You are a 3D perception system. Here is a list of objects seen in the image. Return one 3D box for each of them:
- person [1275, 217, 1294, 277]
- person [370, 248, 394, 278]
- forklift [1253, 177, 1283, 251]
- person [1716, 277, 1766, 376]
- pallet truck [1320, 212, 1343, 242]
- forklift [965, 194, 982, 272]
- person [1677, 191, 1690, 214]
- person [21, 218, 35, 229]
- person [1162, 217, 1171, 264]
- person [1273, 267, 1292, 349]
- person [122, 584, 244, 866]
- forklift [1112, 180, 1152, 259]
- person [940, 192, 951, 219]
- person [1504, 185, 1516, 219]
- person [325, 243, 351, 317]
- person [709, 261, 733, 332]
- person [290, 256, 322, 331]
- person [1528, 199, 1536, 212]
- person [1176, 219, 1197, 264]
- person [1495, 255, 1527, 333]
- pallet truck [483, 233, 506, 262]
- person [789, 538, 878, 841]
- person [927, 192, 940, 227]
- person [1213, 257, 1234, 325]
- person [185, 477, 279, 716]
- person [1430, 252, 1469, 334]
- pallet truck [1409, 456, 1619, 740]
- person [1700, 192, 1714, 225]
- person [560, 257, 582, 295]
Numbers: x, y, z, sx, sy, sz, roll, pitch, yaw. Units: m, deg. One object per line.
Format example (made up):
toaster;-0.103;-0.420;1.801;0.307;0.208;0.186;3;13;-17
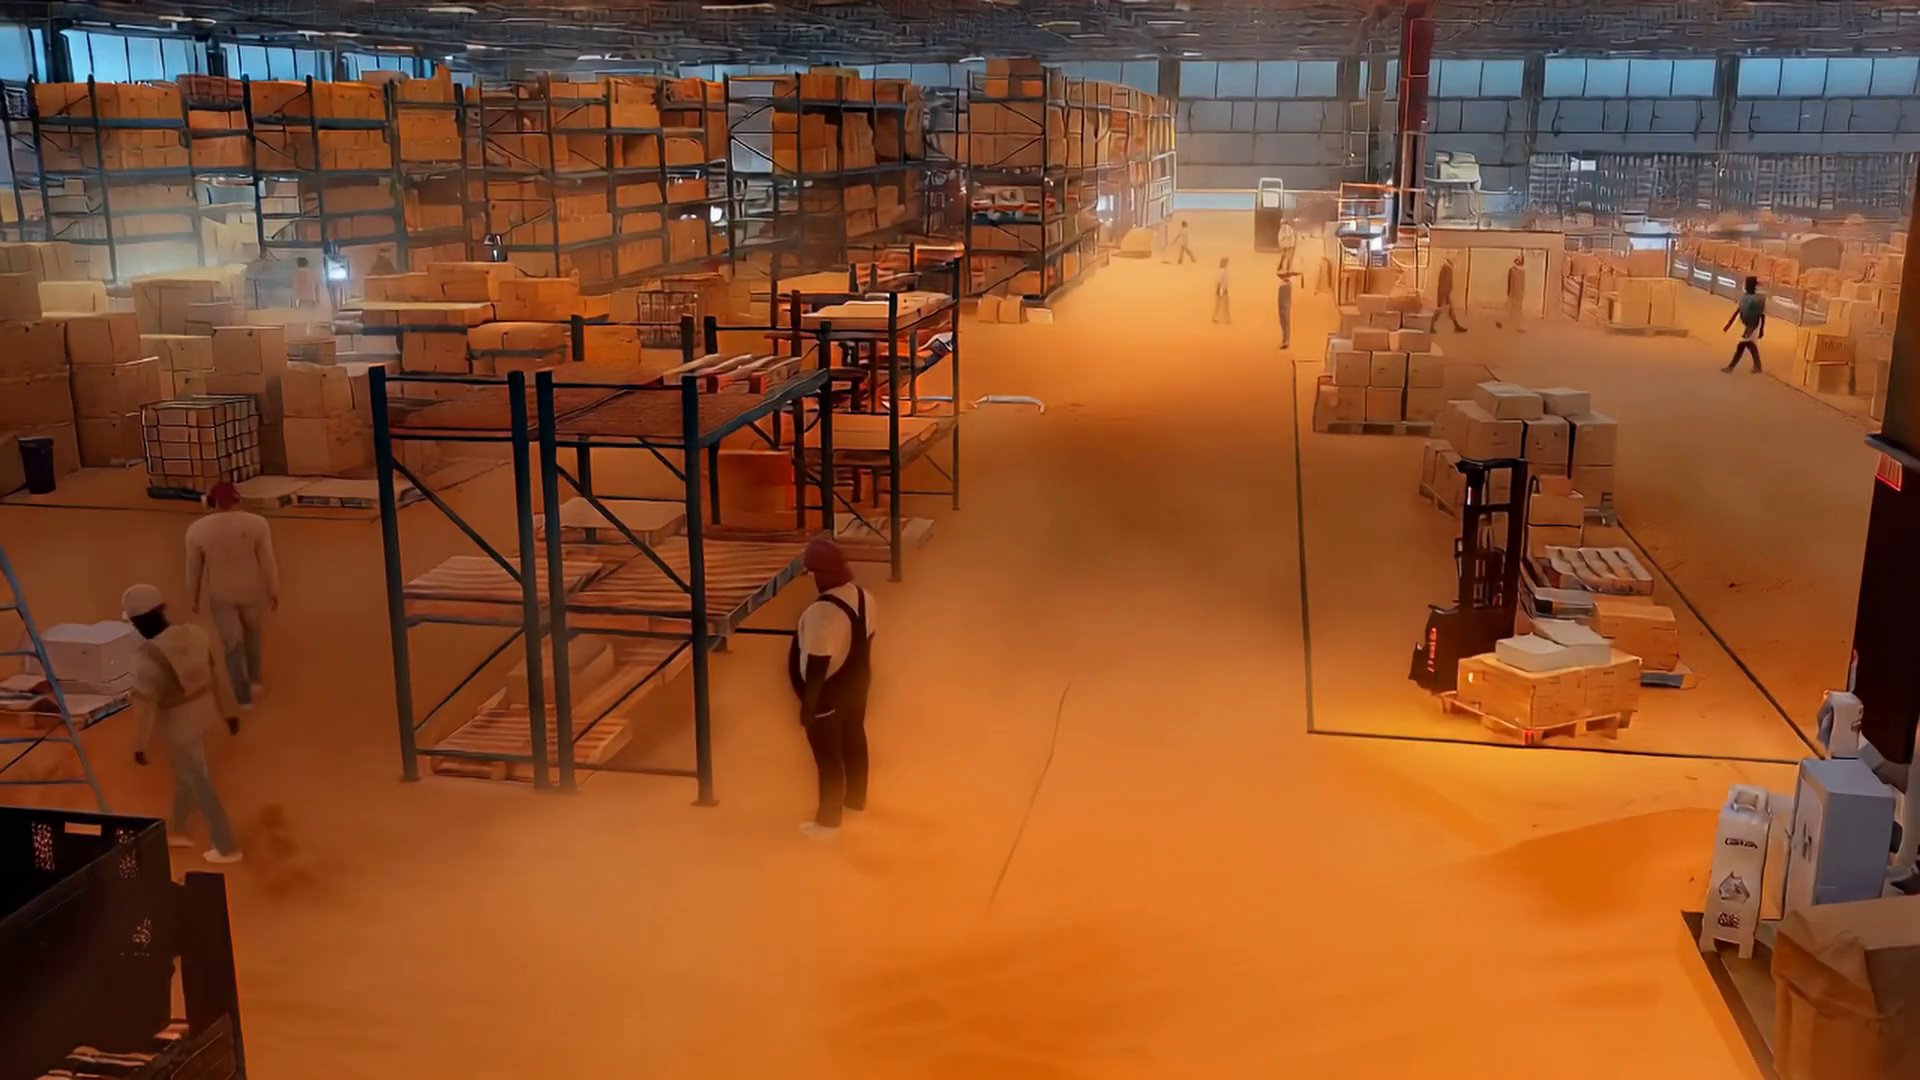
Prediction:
person;10.526;-9.430;53.557;0.370;1.887;0.670;-10;17;-36
person;-13.374;-5.802;38.687;0.625;1.957;0.843;-13;19;-42
forklift;12.083;-12.747;64.956;1.129;2.768;1.873;3;14;10
person;15.038;-4.084;31.801;1.038;1.907;0.618;-1;14;-6
pallet truck;15.874;-13.227;70.310;0.680;1.201;1.601;10;17;35
forklift;0.833;-10.373;55.317;1.129;2.768;1.873;3;14;10
person;36.028;-16.589;82.793;0.584;1.797;0.965;2;14;8
person;-33.888;-11.146;60.465;0.651;1.904;0.401;9;16;32
person;7.292;-10.579;58.718;0.274;1.633;0.507;0;14;0
person;6.976;-5.008;35.851;0.337;1.759;0.525;-1;14;-5
person;-4.975;1.170;10.527;0.844;1.867;0.670;3;14;14
forklift;6.082;-11.722;60.796;1.873;2.768;1.129;2;14;9
person;-0.782;-17.860;87.899;0.594;1.821;0.414;1;14;2
person;28.692;-17.578;86.730;0.600;1.829;0.404;12;18;41
person;-15.395;-6.407;41.219;0.587;1.911;0.397;-7;16;-27
person;-5.614;-5.629;38.562;0.836;1.653;0.541;0;14;-1
person;-14.562;-5.343;36.915;0.862;1.894;0.622;7;16;28
person;24.503;-13.802;71.607;0.862;1.733;0.524;3;14;13
person;7.928;-10.453;58.258;0.694;1.604;0.504;1;14;6
person;12.834;-5.699;38.542;0.612;1.815;0.601;12;18;41
pallet truck;-11.832;-7.026;43.548;1.885;1.965;0.823;8;16;28
person;-0.876;0.966;11.011;0.537;2.000;0.679;8;16;29
person;-1.321;-16.038;80.511;0.637;1.804;0.866;4;14;15
person;6.427;-6.001;40.143;0.659;1.613;0.550;4;14;15
person;-5.918;0.416;13.509;0.655;1.906;0.900;-8;16;-30
person;11.226;-5.680;38.318;1.020;1.877;0.575;6;15;24
pallet truck;4.504;0.400;13.395;0.823;1.965;1.885;-6;15;-23
person;35.955;-15.965;79.951;1.011;1.940;0.658;-2;14;-8
person;-9.423;-6.041;40.299;0.524;1.630;0.324;0;14;1
